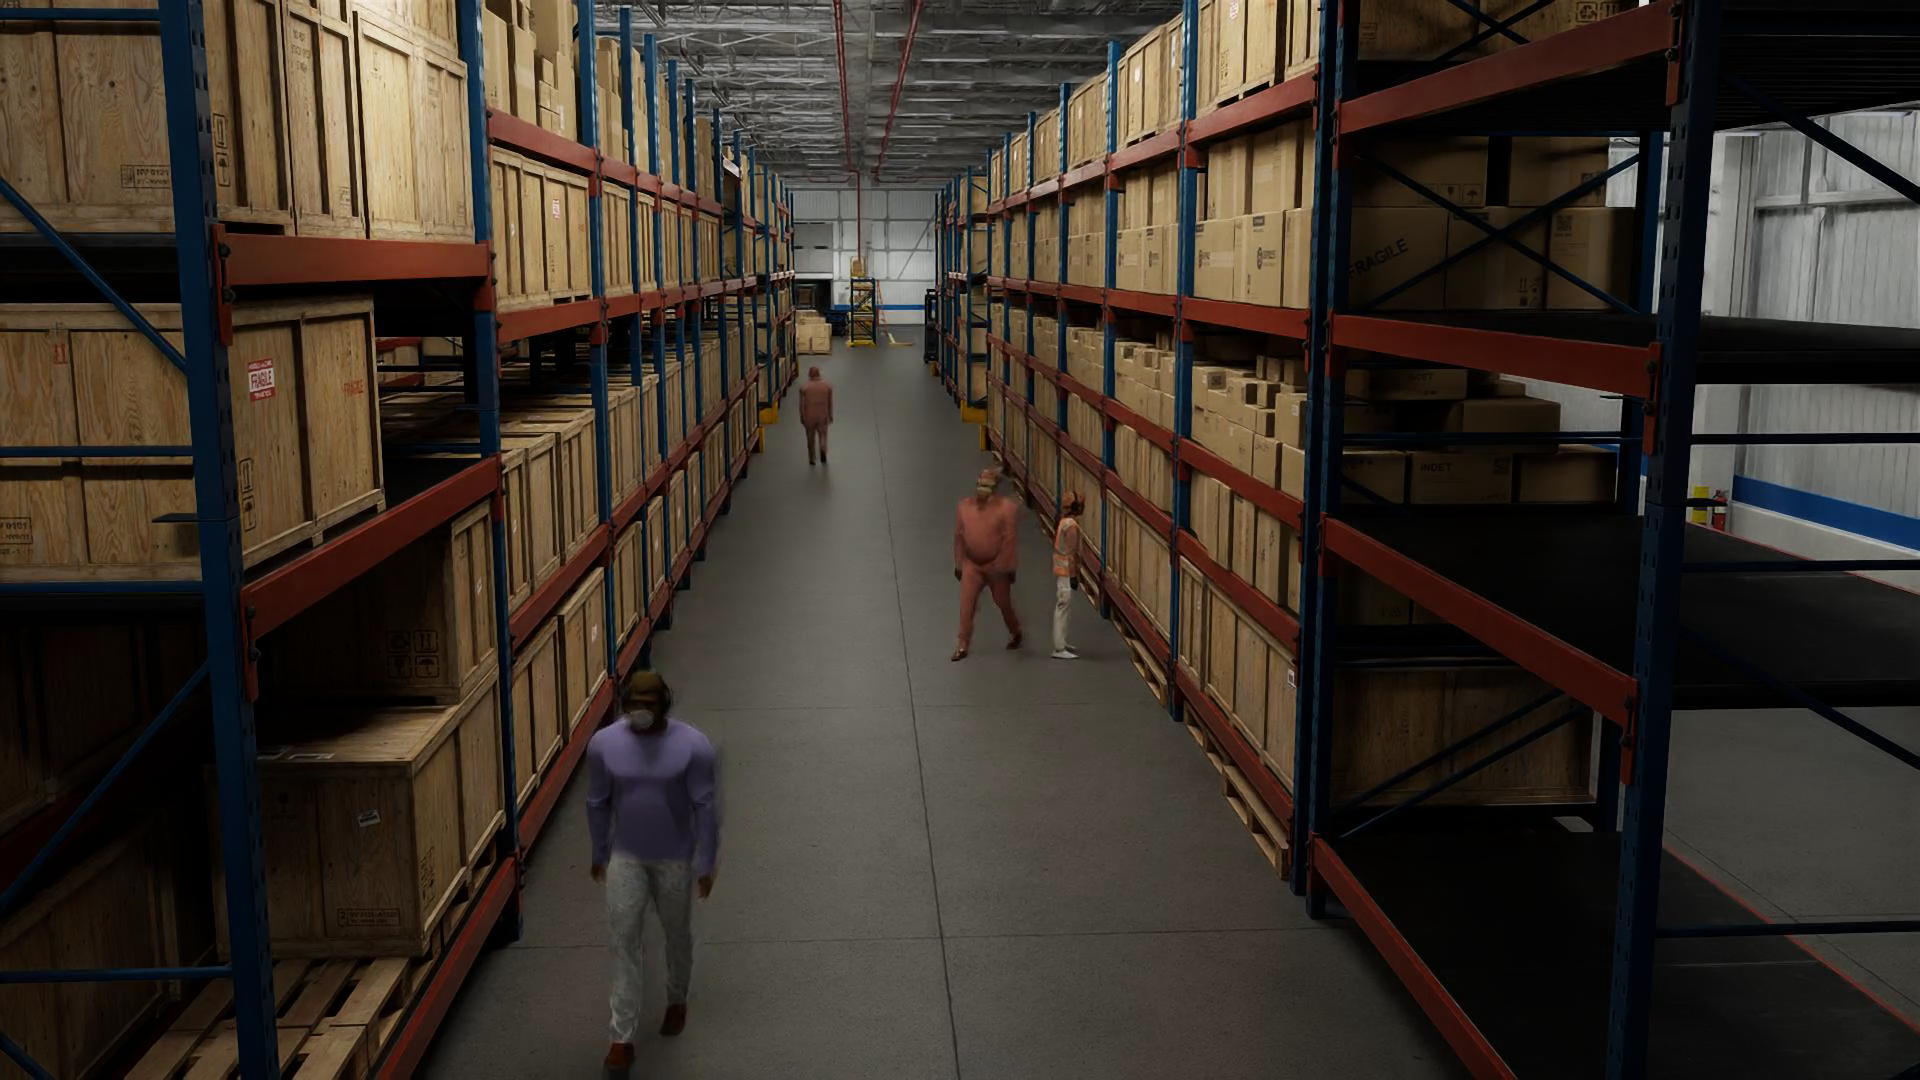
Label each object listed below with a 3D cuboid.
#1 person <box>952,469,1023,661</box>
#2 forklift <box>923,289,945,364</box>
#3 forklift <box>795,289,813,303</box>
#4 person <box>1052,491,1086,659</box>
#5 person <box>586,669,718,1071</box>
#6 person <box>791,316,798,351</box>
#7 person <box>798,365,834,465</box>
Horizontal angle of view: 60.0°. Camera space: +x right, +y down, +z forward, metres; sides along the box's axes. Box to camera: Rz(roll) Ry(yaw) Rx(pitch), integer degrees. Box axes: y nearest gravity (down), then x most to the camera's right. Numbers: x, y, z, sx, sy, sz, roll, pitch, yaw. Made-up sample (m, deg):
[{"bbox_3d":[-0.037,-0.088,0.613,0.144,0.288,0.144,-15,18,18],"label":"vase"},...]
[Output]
[{"bbox_3d":[0.270,0.213,16.271,0.672,1.867,0.910,4,10,21],"label":"person"},{"bbox_3d":[-0.808,-8.117,62.955,1.129,2.768,1.873,-1,10,-3],"label":"forklift"},{"bbox_3d":[-7.263,-10.517,77.288,1.129,2.768,1.873,-2,10,-10],"label":"forklift"},{"bbox_3d":[1.063,0.336,16.217,0.322,1.628,0.527,0,10,0],"label":"person"},{"bbox_3d":[-1.501,1.570,8.002,0.660,1.898,0.927,0,10,2],"label":"person"},{"bbox_3d":[-6.308,-7.541,62.362,0.399,1.920,0.560,6,11,31],"label":"person"},{"bbox_3d":[-2.742,-2.376,31.609,0.678,1.889,0.435,-2,10,-10],"label":"person"}]
